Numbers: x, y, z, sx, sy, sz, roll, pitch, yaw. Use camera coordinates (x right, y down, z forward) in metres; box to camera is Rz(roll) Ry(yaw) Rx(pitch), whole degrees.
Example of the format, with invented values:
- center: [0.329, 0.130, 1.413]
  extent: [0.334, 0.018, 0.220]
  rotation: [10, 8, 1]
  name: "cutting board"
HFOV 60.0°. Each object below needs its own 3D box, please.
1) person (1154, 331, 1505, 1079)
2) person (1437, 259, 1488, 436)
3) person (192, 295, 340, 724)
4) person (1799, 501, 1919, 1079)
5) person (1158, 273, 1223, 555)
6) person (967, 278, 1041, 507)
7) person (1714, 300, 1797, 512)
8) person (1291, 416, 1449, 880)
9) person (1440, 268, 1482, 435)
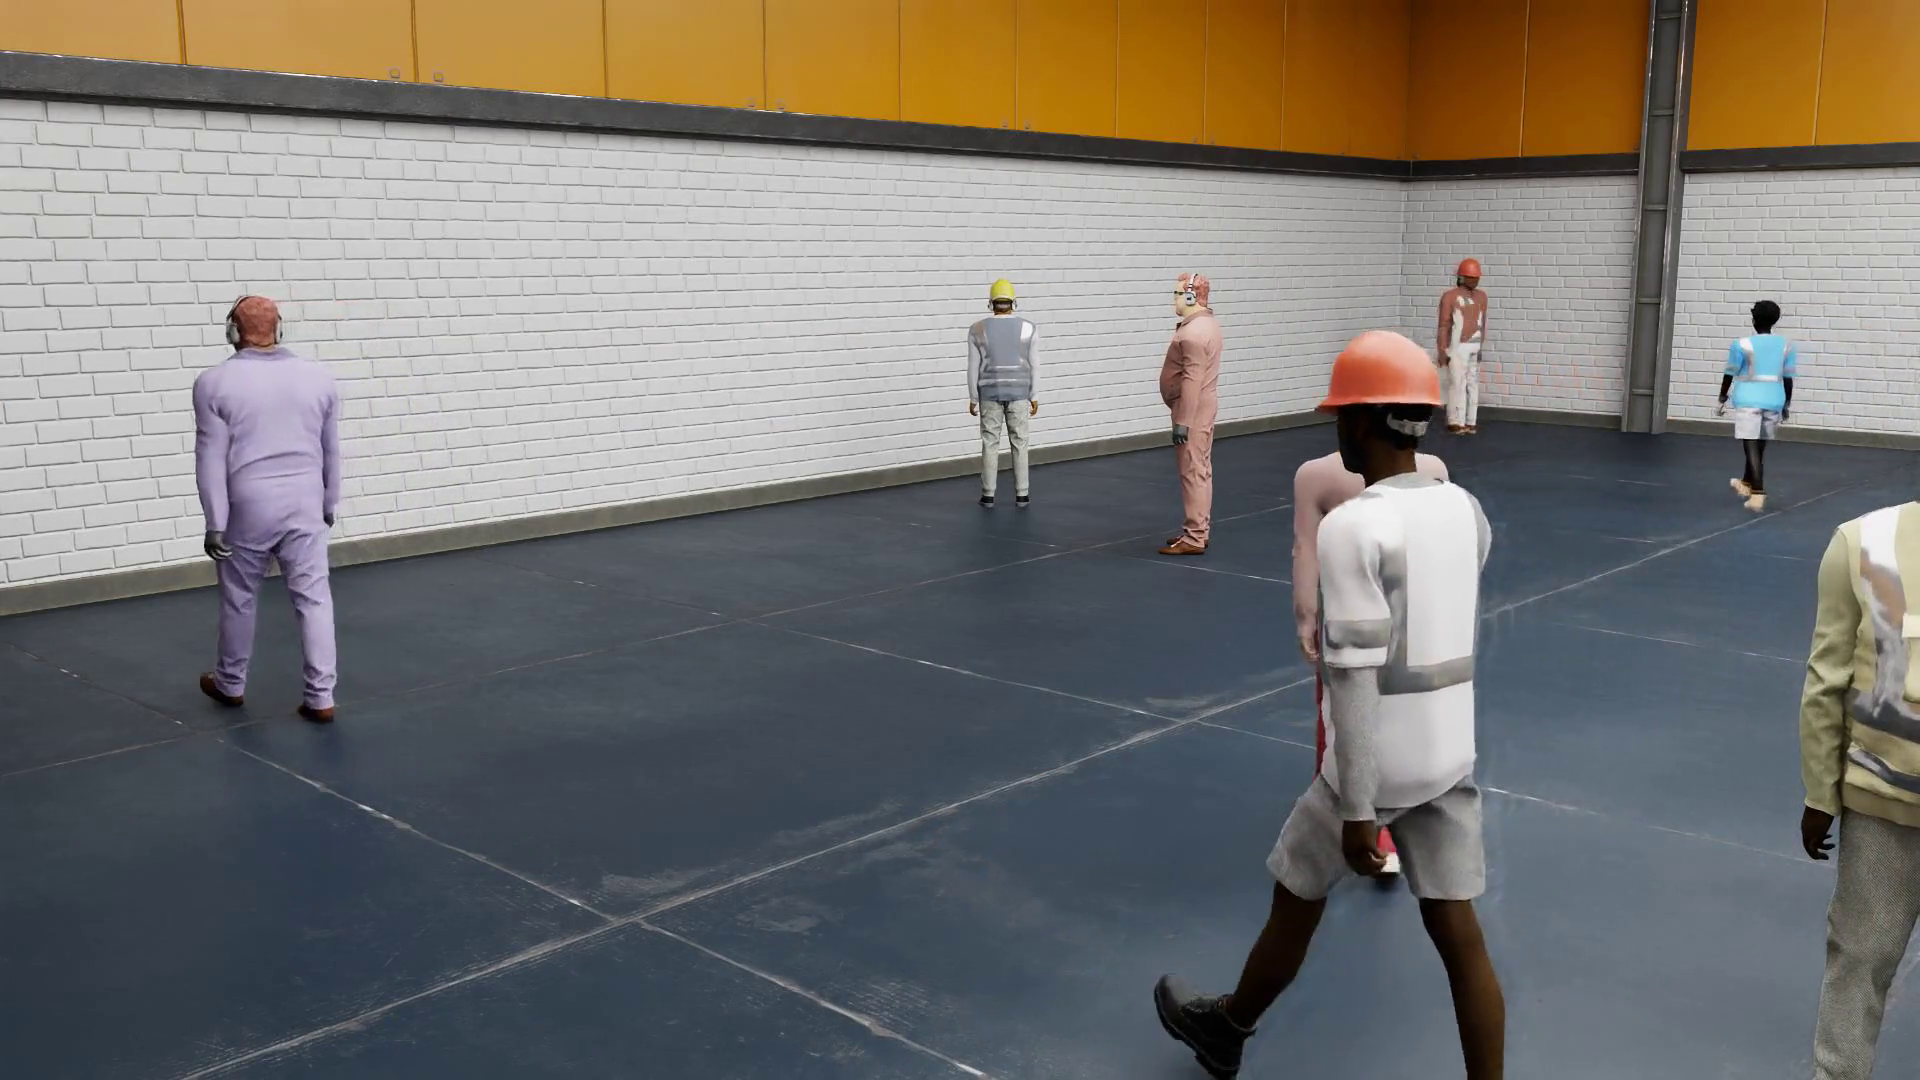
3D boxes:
- center: [0.915, 0.471, 3.840]
  extent: [0.546, 1.878, 1.012]
  rotation: [-7, 12, -35]
  name: "person"
- center: [5.571, -2.126, 18.456]
  extent: [0.615, 1.954, 0.642]
  rotation: [-5, 11, -26]
  name: "person"
- center: [-3.096, -0.144, 7.398]
  extent: [0.676, 1.862, 0.933]
  rotation: [-10, 14, -44]
  name: "person"
- center: [2.117, 0.547, 3.559]
  extent: [0.590, 1.833, 0.403]
  rotation: [3, 11, 18]
  name: "person"
- center: [1.556, -0.850, 11.303]
  extent: [0.409, 1.909, 0.640]
  rotation: [3, 10, 17]
  name: "person"
- center: [0.350, -1.173, 13.344]
  extent: [0.590, 1.835, 0.404]
  rotation: [0, 10, -3]
  name: "person"
- center: [6.366, -1.091, 13.387]
  extent: [0.538, 1.656, 0.848]
  rotation: [-1, 10, -4]
  name: "person"
- center: [1.386, 0.241, 5.640]
  extent: [0.527, 1.722, 0.920]
  rotation: [2, 10, 10]
  name: "person"
- center: [5.616, -2.110, 18.542]
  extent: [0.584, 1.882, 0.344]
  rotation: [-9, 13, -41]
  name: "person"
